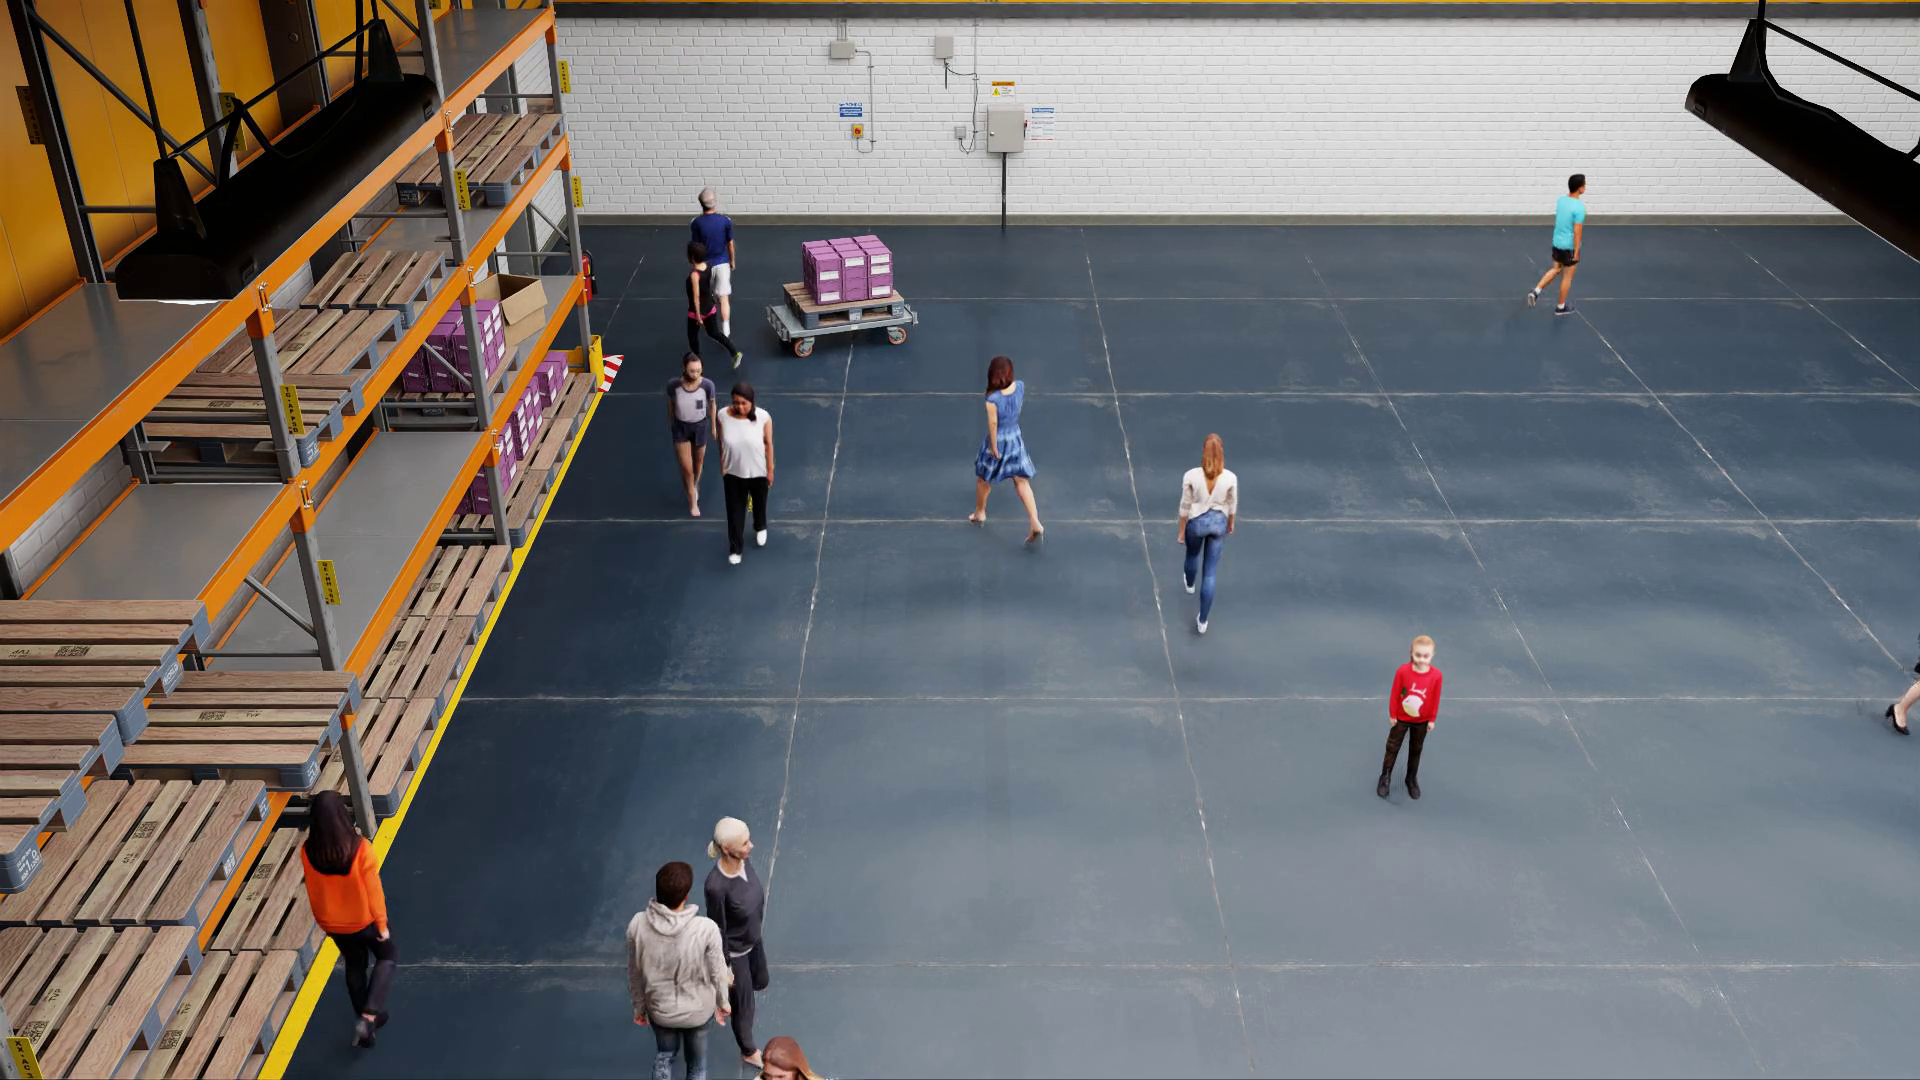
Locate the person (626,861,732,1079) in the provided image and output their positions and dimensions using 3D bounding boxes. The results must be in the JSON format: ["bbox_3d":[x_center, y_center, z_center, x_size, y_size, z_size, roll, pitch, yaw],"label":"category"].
[{"bbox_3d":[-1.499,2.559,8.837,0.681,1.828,0.852,0,29,-1],"label":"person"}]

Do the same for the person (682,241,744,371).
[{"bbox_3d":[-2.811,-2.581,18.569,0.873,1.533,0.974,13,31,22],"label":"person"}]

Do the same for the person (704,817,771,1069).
[{"bbox_3d":[-1.341,2.274,9.479,0.842,1.714,0.859,9,30,16],"label":"person"}]

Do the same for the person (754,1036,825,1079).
[{"bbox_3d":[-0.772,3.007,8.170,0.670,1.681,0.760,5,29,10],"label":"person"}]

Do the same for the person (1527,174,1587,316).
[{"bbox_3d":[7.244,-3.545,20.100,0.902,1.760,0.939,-11,31,-20],"label":"person"}]

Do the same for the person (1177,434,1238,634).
[{"bbox_3d":[2.040,-0.022,13.723,0.697,1.681,1.087,2,29,5],"label":"person"}]

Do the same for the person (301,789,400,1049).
[{"bbox_3d":[-3.509,2.244,9.517,0.710,1.730,0.804,4,29,8],"label":"person"}]

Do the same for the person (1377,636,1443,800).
[{"bbox_3d":[3.211,1.245,11.818,0.517,1.281,0.519,4,29,7],"label":"person"}]

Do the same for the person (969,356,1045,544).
[{"bbox_3d":[0.465,-0.772,15.006,1.070,1.769,1.204,-21,35,-33],"label":"person"}]

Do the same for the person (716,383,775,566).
[{"bbox_3d":[-1.895,-0.658,14.917,0.651,1.654,1.040,0,29,1],"label":"person"}]

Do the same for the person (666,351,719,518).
[{"bbox_3d":[-2.572,-1.046,15.681,0.718,1.603,0.895,-3,29,-6],"label":"person"}]

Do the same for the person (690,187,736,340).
[{"bbox_3d":[-2.843,-3.148,19.334,0.834,1.796,1.264,-7,29,-12],"label":"person"}]
